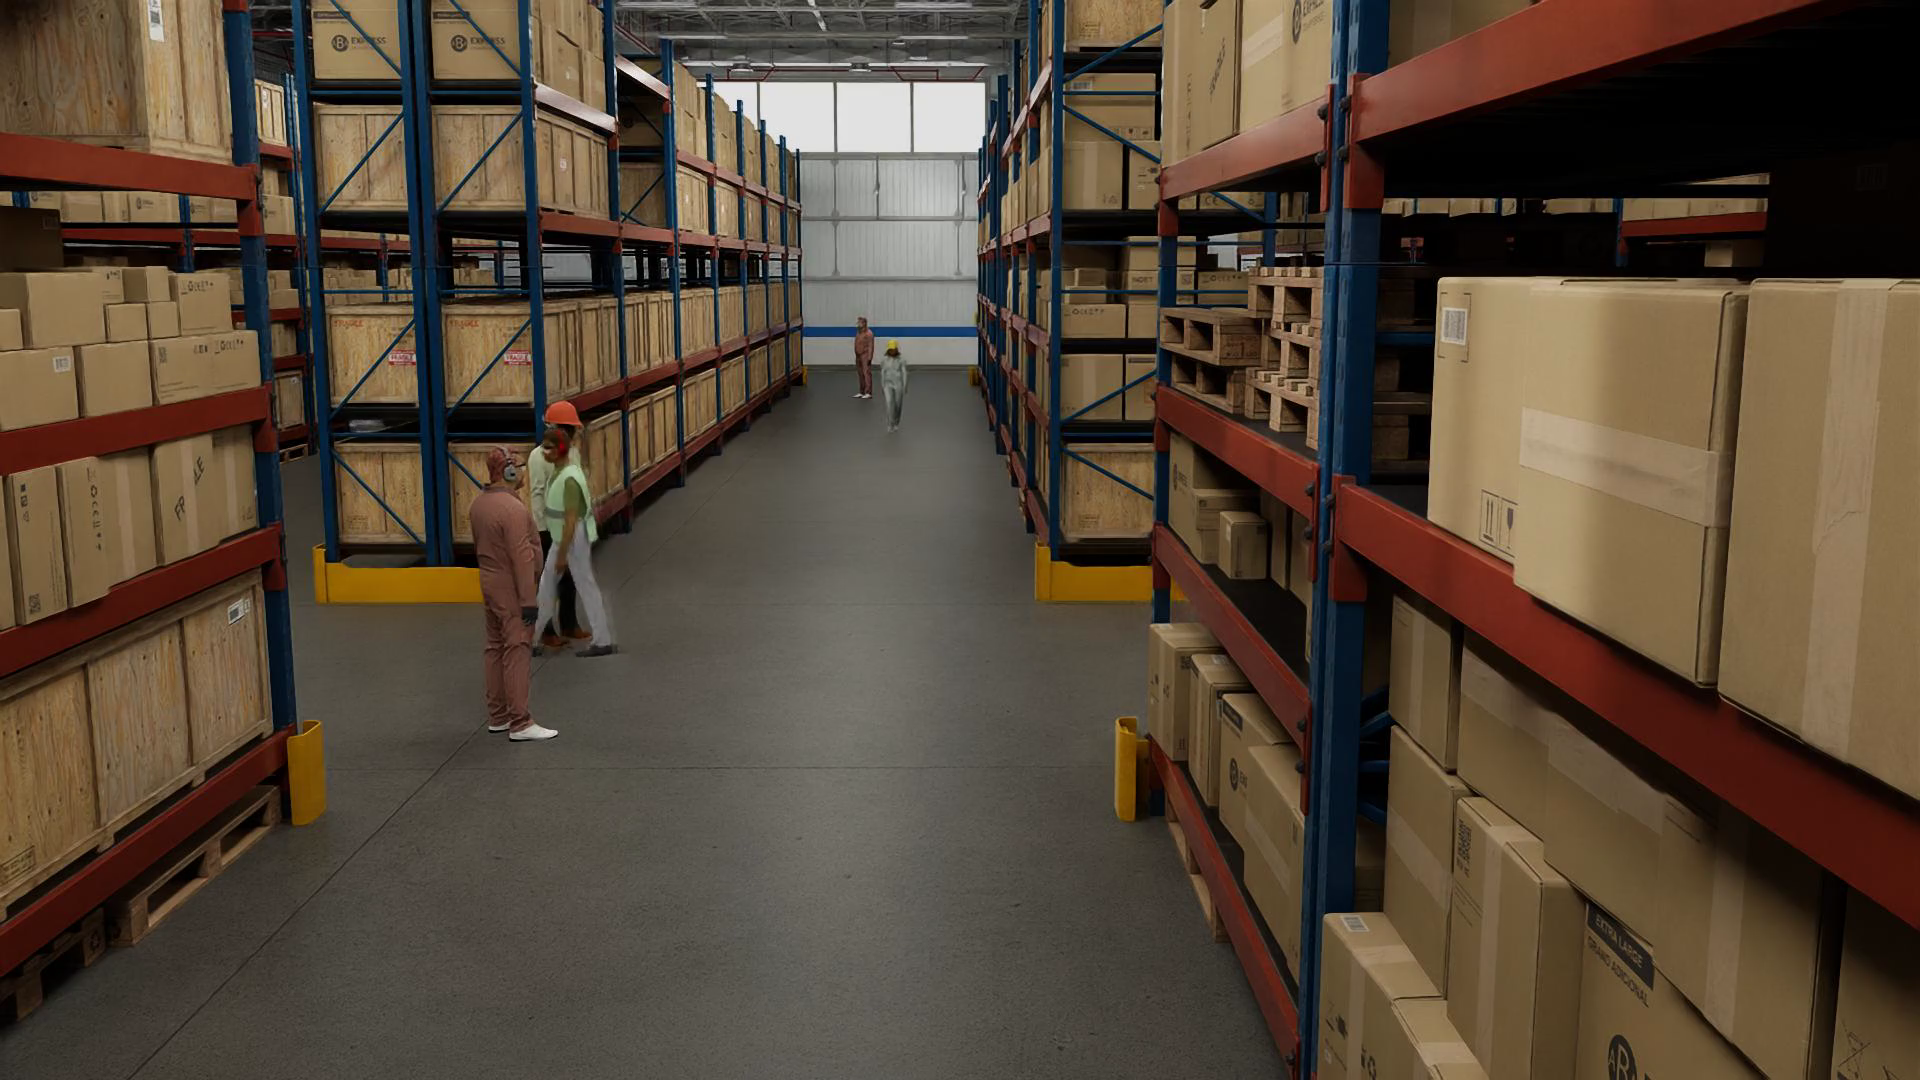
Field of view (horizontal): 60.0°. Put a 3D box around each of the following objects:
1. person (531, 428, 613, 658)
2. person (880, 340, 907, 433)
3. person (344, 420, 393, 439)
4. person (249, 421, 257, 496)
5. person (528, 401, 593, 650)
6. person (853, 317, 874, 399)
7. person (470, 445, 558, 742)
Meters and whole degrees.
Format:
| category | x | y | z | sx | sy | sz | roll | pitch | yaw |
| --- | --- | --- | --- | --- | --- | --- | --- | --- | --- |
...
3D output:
| category | x | y | z | sx | sy | sz | roll | pitch | yaw |
| --- | --- | --- | --- | --- | --- | --- | --- | --- | --- |
| person | -3.142 | 0.047 | 12.837 | 0.926 | 1.801 | 0.580 | -5 | 10 | -28 |
| person | -1.243 | -2.881 | 31.083 | 0.487 | 1.713 | 0.819 | -1 | 9 | -4 |
| person | -6.914 | -1.069 | 19.504 | 0.594 | 1.876 | 0.984 | -1 | 9 | -5 |
| person | -9.578 | -1.383 | 22.139 | 0.500 | 1.636 | 0.281 | 1 | 9 | 8 |
| person | -3.203 | -0.125 | 13.359 | 0.414 | 1.984 | 0.618 | 4 | 10 | 22 |
| person | -2.283 | -4.270 | 39.024 | 0.403 | 1.904 | 0.651 | -6 | 11 | -34 |
| person | -2.885 | 0.340 | 10.738 | 0.407 | 1.913 | 0.641 | -8 | 12 | -39 |
